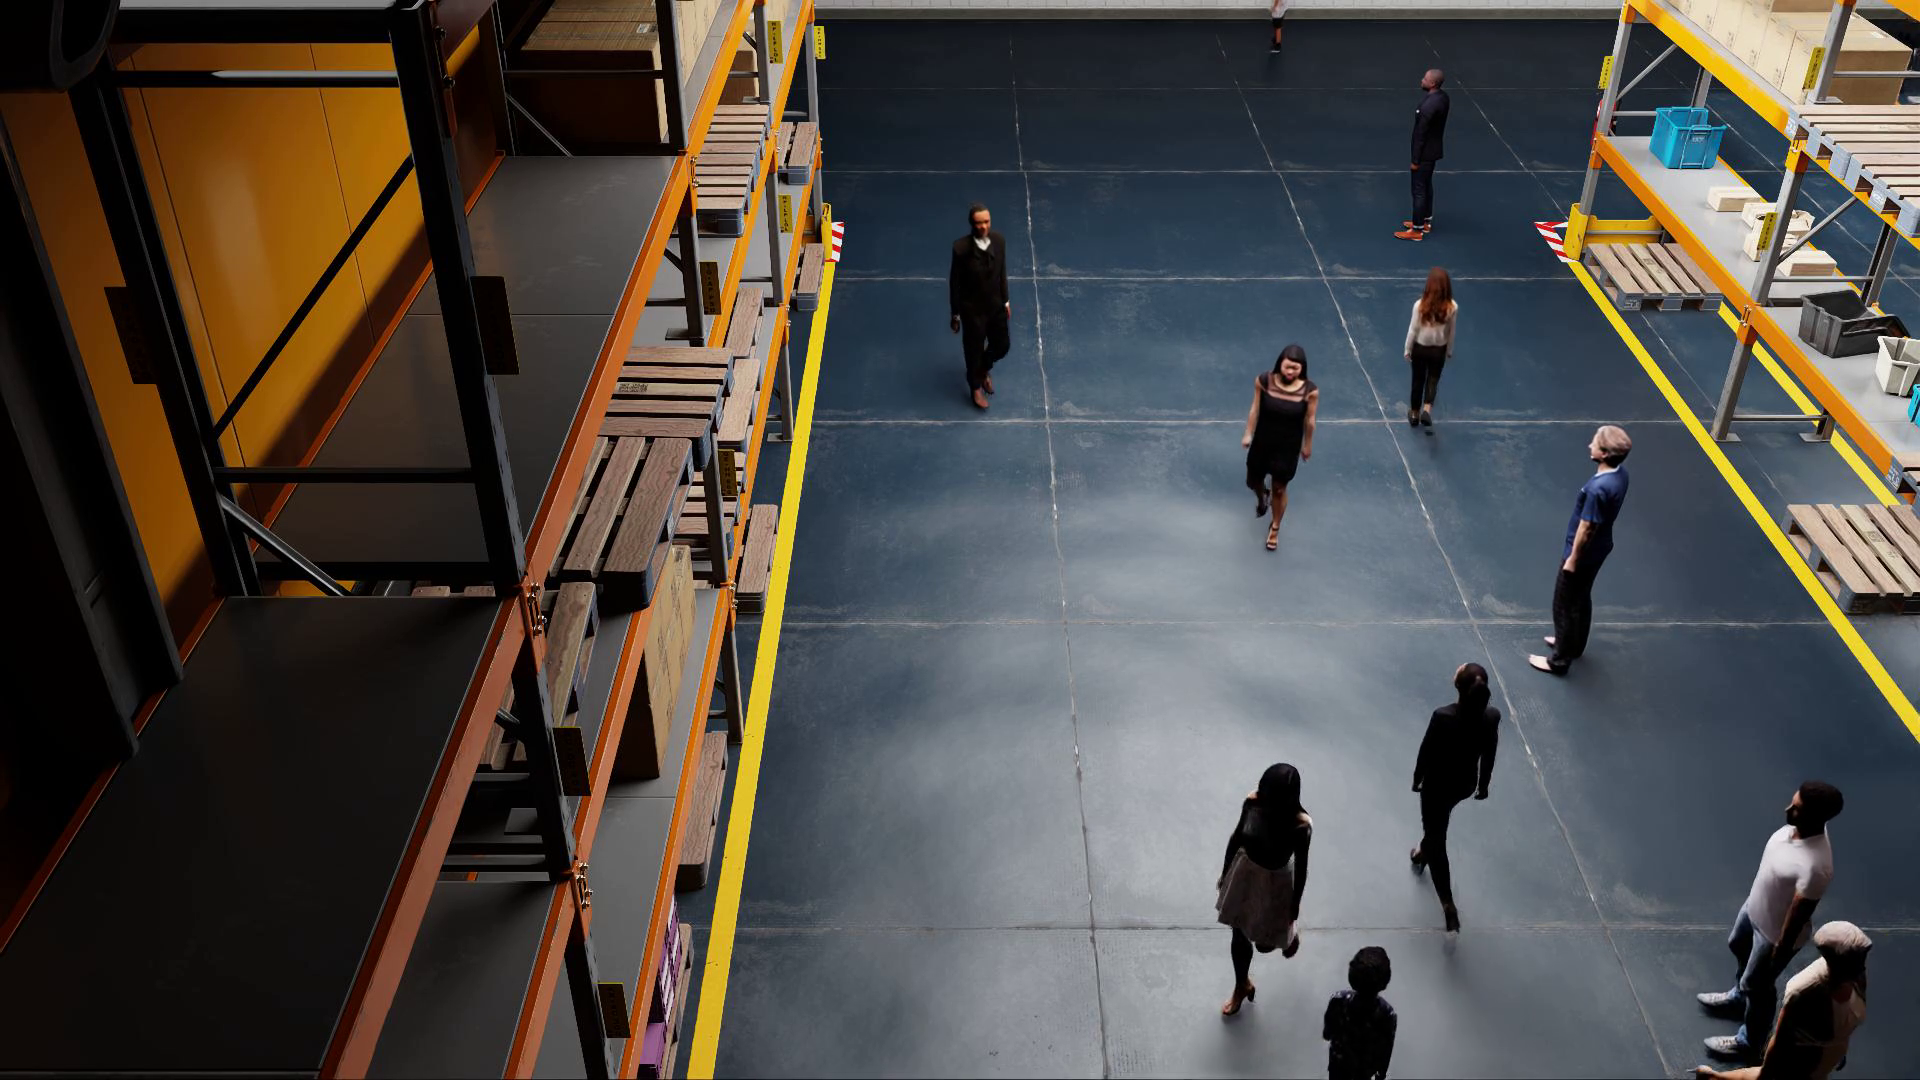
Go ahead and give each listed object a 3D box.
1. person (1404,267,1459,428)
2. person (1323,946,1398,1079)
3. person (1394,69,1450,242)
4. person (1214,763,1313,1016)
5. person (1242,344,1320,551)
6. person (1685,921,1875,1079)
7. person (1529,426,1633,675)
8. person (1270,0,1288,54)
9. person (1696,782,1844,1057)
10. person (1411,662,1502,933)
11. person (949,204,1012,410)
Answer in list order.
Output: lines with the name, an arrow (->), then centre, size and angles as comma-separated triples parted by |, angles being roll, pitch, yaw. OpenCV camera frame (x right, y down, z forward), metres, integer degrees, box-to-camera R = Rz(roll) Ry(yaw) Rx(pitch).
person -> 4.018, -1.590, 14.195 | 0.600, 1.474, 0.689 | 4, 34, 7
person -> 1.930, 2.565, 8.182 | 0.711, 1.211, 0.924 | 14, 36, 20
person -> 4.957, -4.099, 17.661 | 0.838, 1.815, 0.716 | 17, 37, 24
person -> 1.658, 1.816, 8.814 | 0.995, 1.758, 0.935 | -27, 42, -34
person -> 2.428, -0.751, 12.724 | 0.814, 1.705, 0.854 | 11, 35, 17
person -> 3.946, 2.409, 7.948 | 0.953, 1.731, 1.118 | -19, 38, -26
person -> 4.284, 0.071, 11.343 | 0.805, 1.864, 0.695 | 20, 39, 27
person -> 4.481, -7.520, 23.320 | 0.821, 1.248, 0.424 | 8, 35, 12
person -> 4.224, 1.942, 8.541 | 0.817, 1.850, 0.596 | 10, 35, 15
person -> 2.791, 1.459, 9.422 | 0.657, 1.679, 1.090 | -4, 34, -6
person -> 0.153, -2.074, 14.551 | 0.861, 1.887, 0.886 | -13, 36, -19
